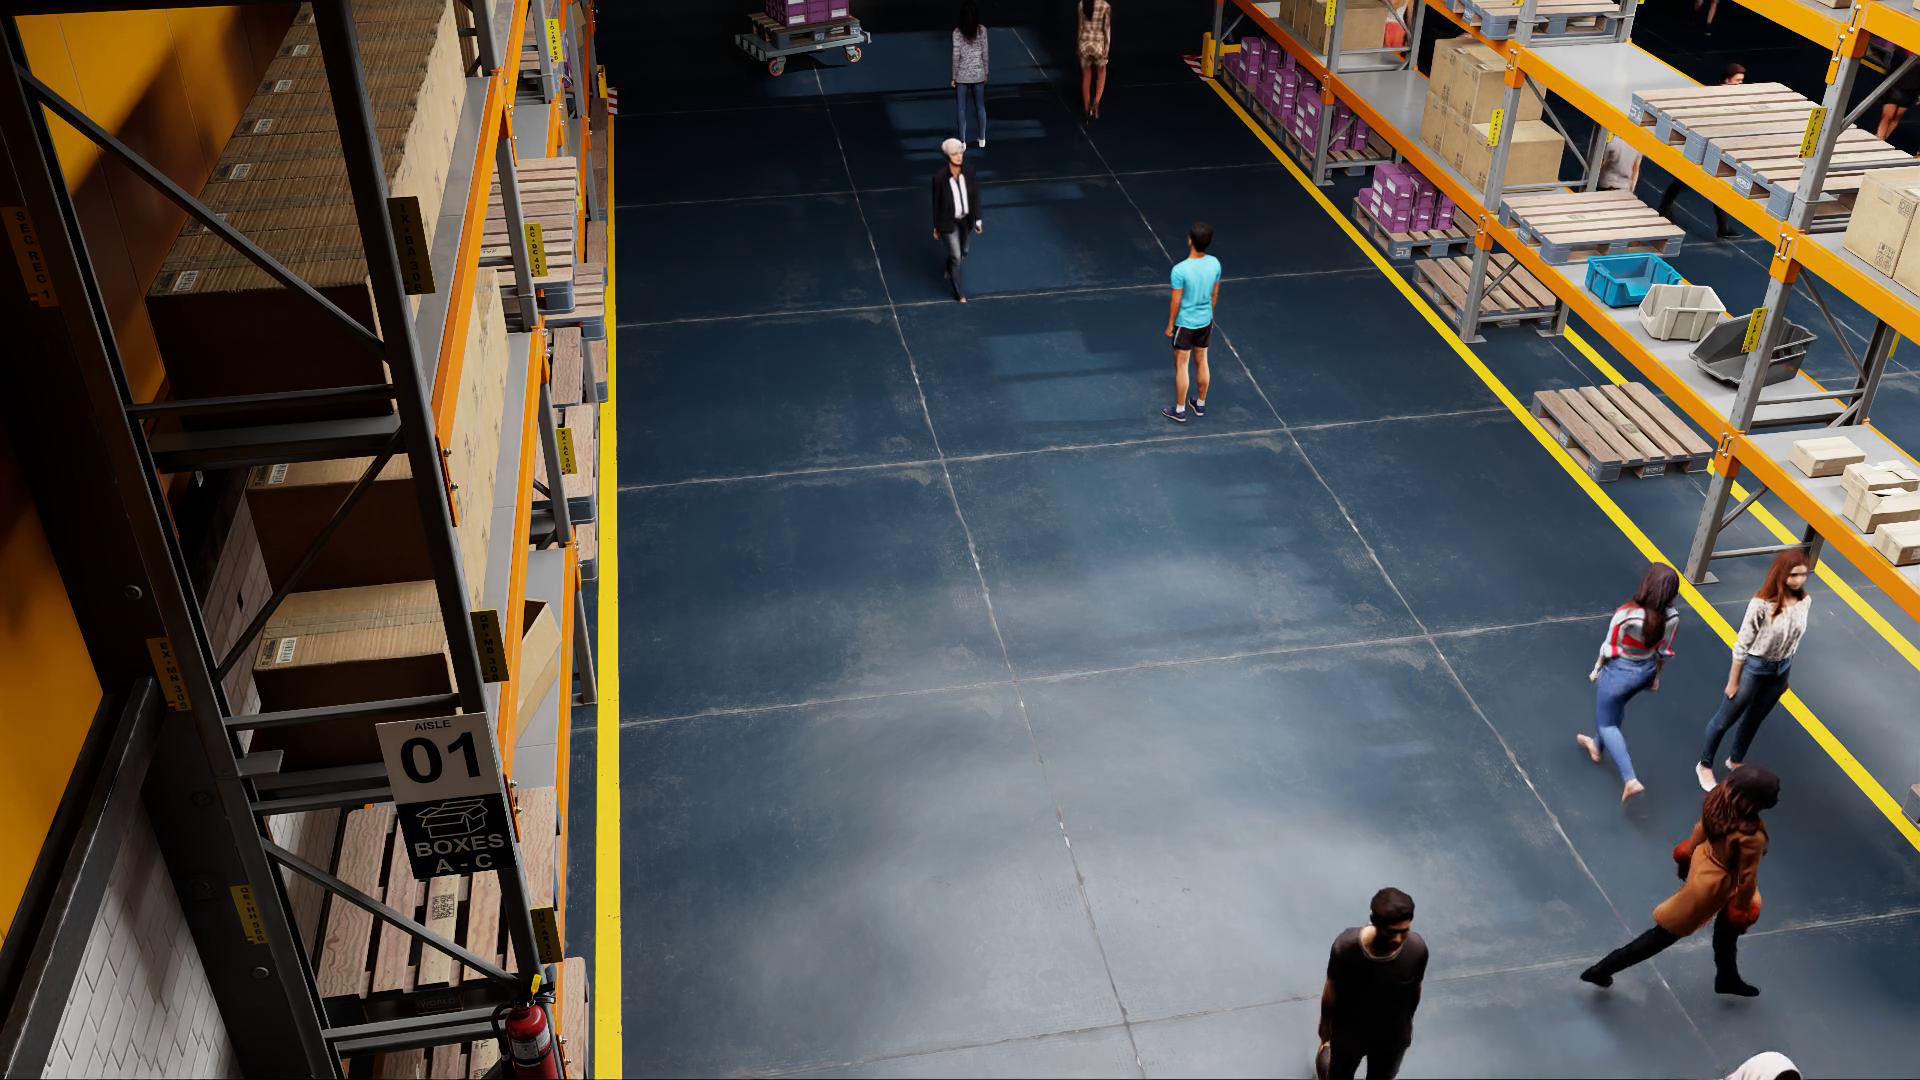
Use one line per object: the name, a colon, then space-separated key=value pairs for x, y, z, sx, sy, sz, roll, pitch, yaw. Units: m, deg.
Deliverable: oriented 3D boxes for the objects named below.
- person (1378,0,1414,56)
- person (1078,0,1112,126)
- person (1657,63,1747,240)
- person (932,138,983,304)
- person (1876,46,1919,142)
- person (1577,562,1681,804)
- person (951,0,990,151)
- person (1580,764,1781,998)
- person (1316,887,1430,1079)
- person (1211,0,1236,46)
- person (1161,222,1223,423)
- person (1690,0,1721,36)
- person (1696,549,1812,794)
person: x=5.320 y=-6.160 z=20.504 sx=0.725 sy=1.786 sz=0.973 roll=-1 pitch=34 yaw=-1
person: x=1.573 y=-5.875 z=20.080 sx=0.695 sy=1.780 sz=0.746 roll=10 pitch=35 yaw=15
person: x=7.702 y=-4.045 z=17.310 sx=0.983 sy=1.799 sz=1.324 roll=-19 pitch=38 yaw=-26
person: x=-0.031 y=-3.117 z=16.228 sx=0.915 sy=1.759 sz=1.142 roll=-15 pitch=37 yaw=-22
person: x=10.791 y=-5.136 z=19.123 sx=0.760 sy=1.609 sz=1.006 roll=6 pitch=34 yaw=9
person: x=4.094 y=0.869 z=10.103 sx=0.635 sy=1.594 sz=0.997 roll=-8 pitch=34 yaw=-11
person: x=0.111 y=-5.454 z=19.490 sx=0.635 sy=1.732 sz=0.555 roll=-9 pitch=35 yaw=-14
person: x=3.773 y=1.831 z=8.585 sx=0.923 sy=1.671 sz=1.207 roll=-1 pitch=34 yaw=-1
person: x=1.943 y=2.238 z=7.950 sx=0.713 sy=1.697 sz=0.955 roll=-1 pitch=34 yaw=-1
person: x=3.504 y=-7.173 z=22.533 sx=0.561 sy=1.227 sz=0.684 roll=-7 pitch=34 yaw=-10
person: x=1.970 y=-1.832 z=14.001 sx=0.668 sy=1.777 sz=0.613 roll=-15 pitch=36 yaw=-21
person: x=10.587 y=-7.893 z=23.426 sx=0.678 sy=1.438 sz=0.904 roll=3 pitch=34 yaw=4
person: x=4.853 y=0.788 z=10.103 sx=0.578 sy=1.729 sz=0.489 roll=-6 pitch=34 yaw=-9
